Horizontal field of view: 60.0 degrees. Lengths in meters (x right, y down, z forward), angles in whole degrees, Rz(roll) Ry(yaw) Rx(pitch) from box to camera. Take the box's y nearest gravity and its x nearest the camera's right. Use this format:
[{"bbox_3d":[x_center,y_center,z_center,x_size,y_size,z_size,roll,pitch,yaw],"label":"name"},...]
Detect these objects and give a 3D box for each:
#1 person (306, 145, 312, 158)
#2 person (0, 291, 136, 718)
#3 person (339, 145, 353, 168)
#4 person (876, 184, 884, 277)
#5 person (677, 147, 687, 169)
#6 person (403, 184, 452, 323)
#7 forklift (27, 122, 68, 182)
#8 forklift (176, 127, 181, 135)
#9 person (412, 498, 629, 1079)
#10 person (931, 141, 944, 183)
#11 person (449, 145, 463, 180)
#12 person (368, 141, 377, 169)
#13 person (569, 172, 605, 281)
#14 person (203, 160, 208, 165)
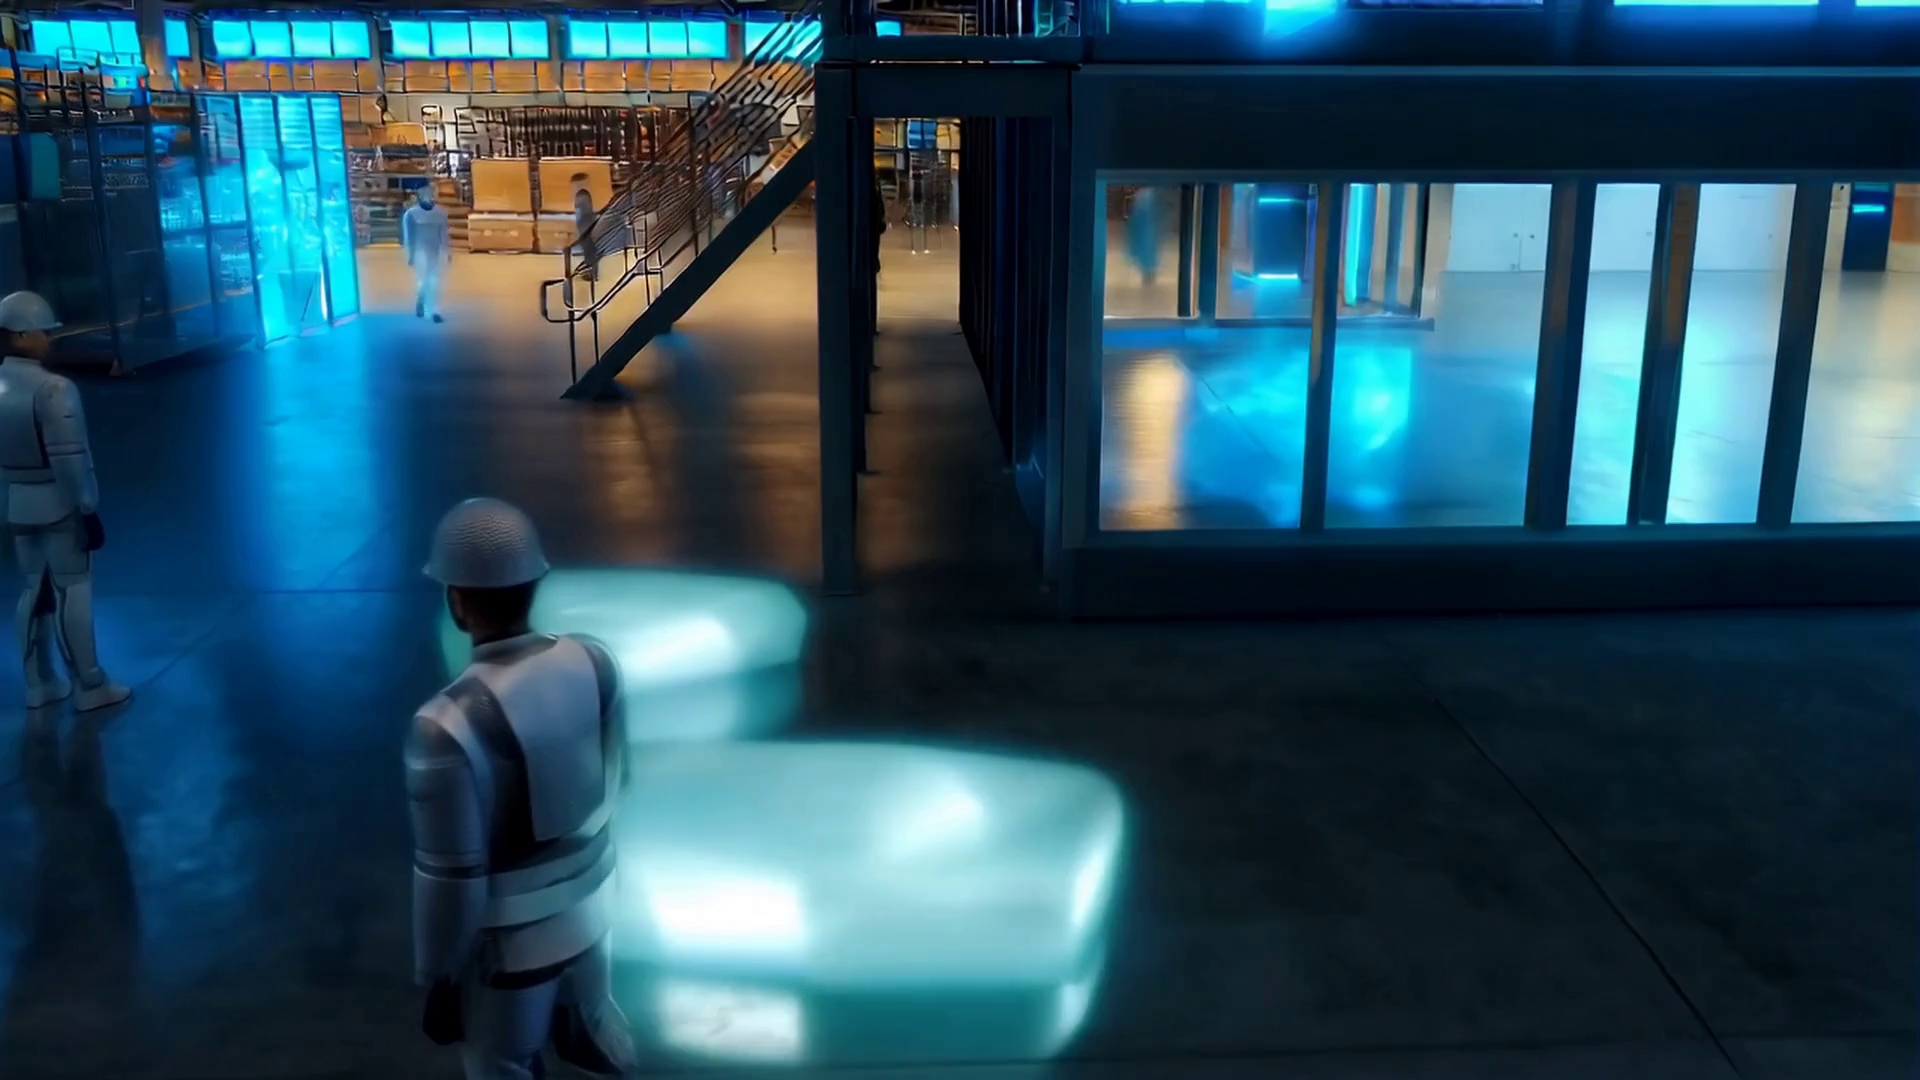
[{"bbox_3d":[-26.234,-15.004,67.326,0.983,1.899,0.612,-1,14,-6],"label":"person"},{"bbox_3d":[-4.262,-0.154,7.742,0.612,1.994,0.395,4,15,14],"label":"person"},{"bbox_3d":[-27.425,-16.756,74.429,0.591,1.833,0.403,2,14,6],"label":"person"},{"bbox_3d":[-1.645,-5.776,30.121,0.683,2.000,0.537,-9,17,-32],"label":"person"},{"bbox_3d":[-13.888,-18.921,83.210,0.754,1.777,0.657,12,18,39],"label":"person"},{"bbox_3d":[-7.437,-4.000,23.275,0.628,1.919,0.505,-9,17,-32],"label":"person"},{"bbox_3d":[-35.376,-14.773,64.377,1.129,2.768,1.873,-1,14,-2],"label":"forklift"},{"bbox_3d":[-36.061,-17.789,76.432,1.873,2.768,1.129,-1,14,-3],"label":"forklift"},{"bbox_3d":[-0.990,0.860,3.783,0.396,1.949,0.602,7,16,25],"label":"person"},{"bbox_3d":[-1.083,-17.682,77.834,0.651,1.973,0.525,7,16,27],"label":"person"},{"bbox_3d":[-22.671,-16.826,74.785,0.866,1.806,0.591,13,19,42],"label":"person"},{"bbox_3d":[-29.829,-19.298,84.441,0.400,1.907,0.645,-4,15,-16],"label":"person"},{"bbox_3d":[-6.650,-5.570,29.626,0.653,1.908,0.566,0,14,1],"label":"person"},{"bbox_3d":[-30.476,-14.838,67.039,0.318,1.697,0.533,4,14,14],"label":"person"}]
